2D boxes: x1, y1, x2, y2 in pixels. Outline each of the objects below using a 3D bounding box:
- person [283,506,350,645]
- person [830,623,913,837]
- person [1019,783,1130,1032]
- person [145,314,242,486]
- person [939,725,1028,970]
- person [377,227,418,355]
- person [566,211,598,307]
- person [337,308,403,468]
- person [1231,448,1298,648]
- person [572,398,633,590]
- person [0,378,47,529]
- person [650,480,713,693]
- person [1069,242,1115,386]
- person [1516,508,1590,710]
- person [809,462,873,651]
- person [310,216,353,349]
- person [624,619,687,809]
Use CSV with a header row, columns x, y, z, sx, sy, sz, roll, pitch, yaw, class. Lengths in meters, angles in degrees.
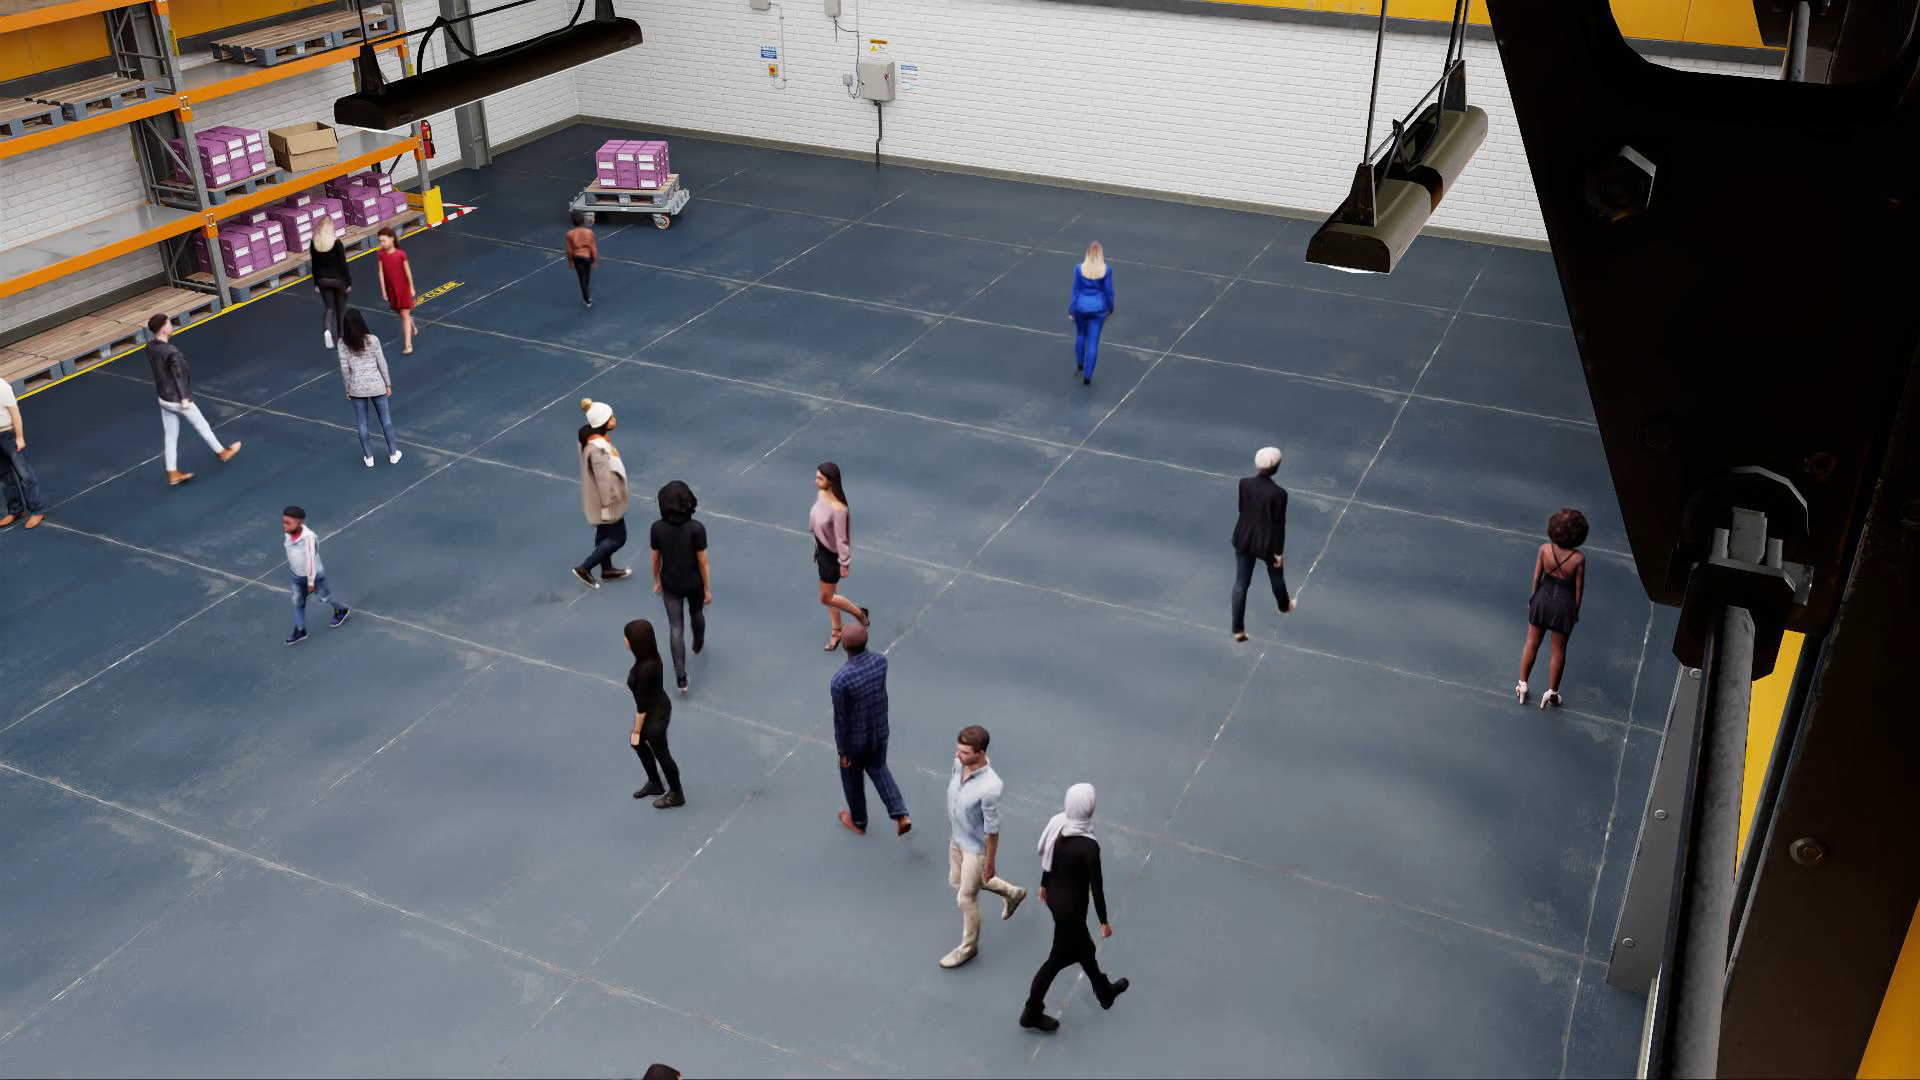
x,y,z,sx,sy,sz,roll,pitch,yaw,class
-5.661,0.253,14.565,0.483,1.245,0.857,13,31,23,person
-0.630,1.405,11.874,0.976,1.799,0.948,-22,35,-34,person
0.586,2.319,10.267,1.162,1.731,1.068,-12,31,-20,person
-8.098,-1.400,17.013,0.715,1.802,1.081,14,32,24,person
0.170,1.945,10.852,1.059,1.828,0.959,-14,32,-24,person
-6.897,-3.124,20.460,0.861,1.526,1.097,-2,29,-4,person
-4.942,-3.659,21.761,0.876,1.220,0.923,-11,31,-20,person
-6.230,-1.607,17.464,0.688,1.732,0.726,-7,29,-12,person
2.445,0.097,13.636,0.931,1.746,1.149,22,35,34,person
-3.352,-0.406,15.108,1.005,1.881,0.938,-12,31,-22,person
-9.346,-1.015,16.251,0.709,1.855,0.660,5,29,9,person
-2.313,0.403,13.719,0.995,1.791,1.233,0,29,-1,person
1.508,-2.609,19.359,0.803,1.677,0.983,5,29,9,person
4.791,0.562,13.429,0.579,1.789,0.570,17,33,28,person
-1.011,0.137,14.191,0.892,1.805,0.828,-13,31,-22,person
-7.653,-3.077,20.235,0.814,1.660,0.976,0,29,-1,person
-2.171,1.290,12.260,0.794,1.630,0.718,-3,29,-6,person
